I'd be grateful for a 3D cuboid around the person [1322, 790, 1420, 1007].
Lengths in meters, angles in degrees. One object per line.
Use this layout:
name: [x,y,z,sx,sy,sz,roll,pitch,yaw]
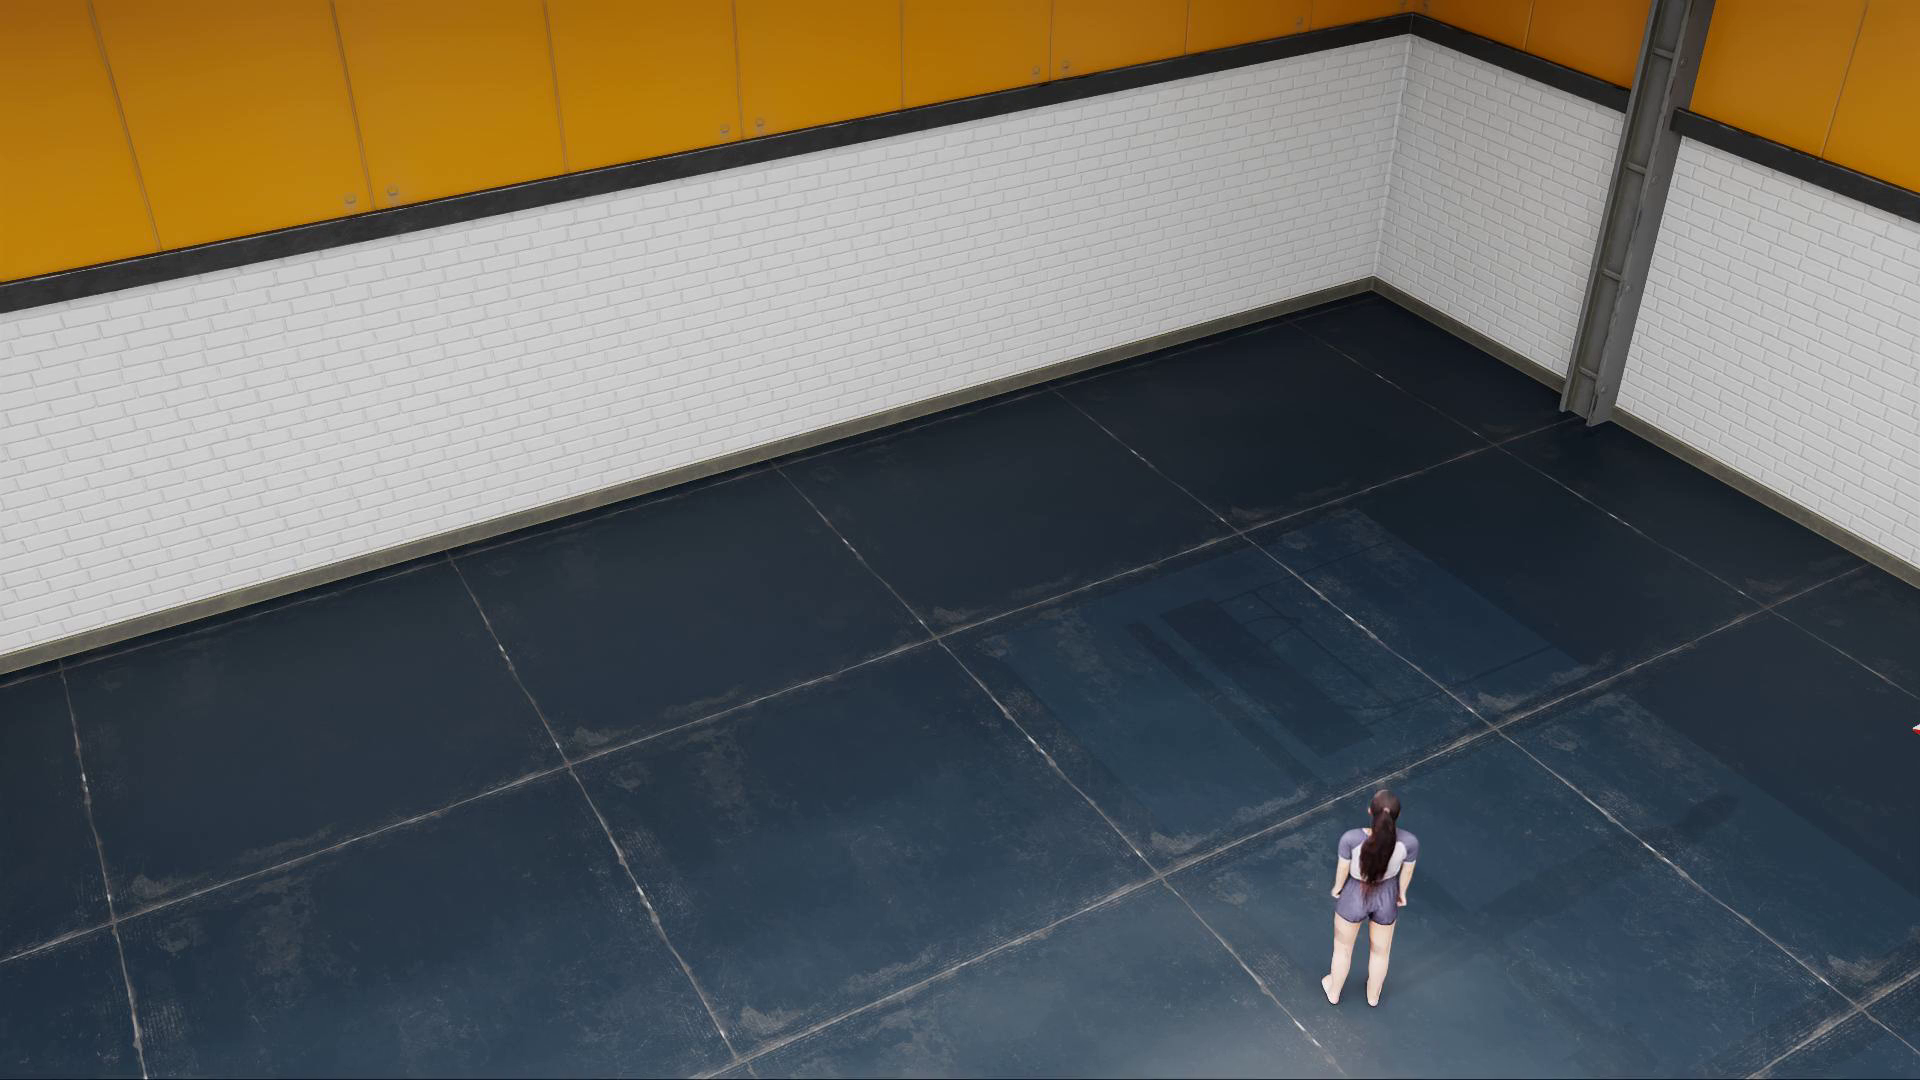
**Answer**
person: [2.371,2.075,9.616,0.684,1.647,0.713,3,34,4]
